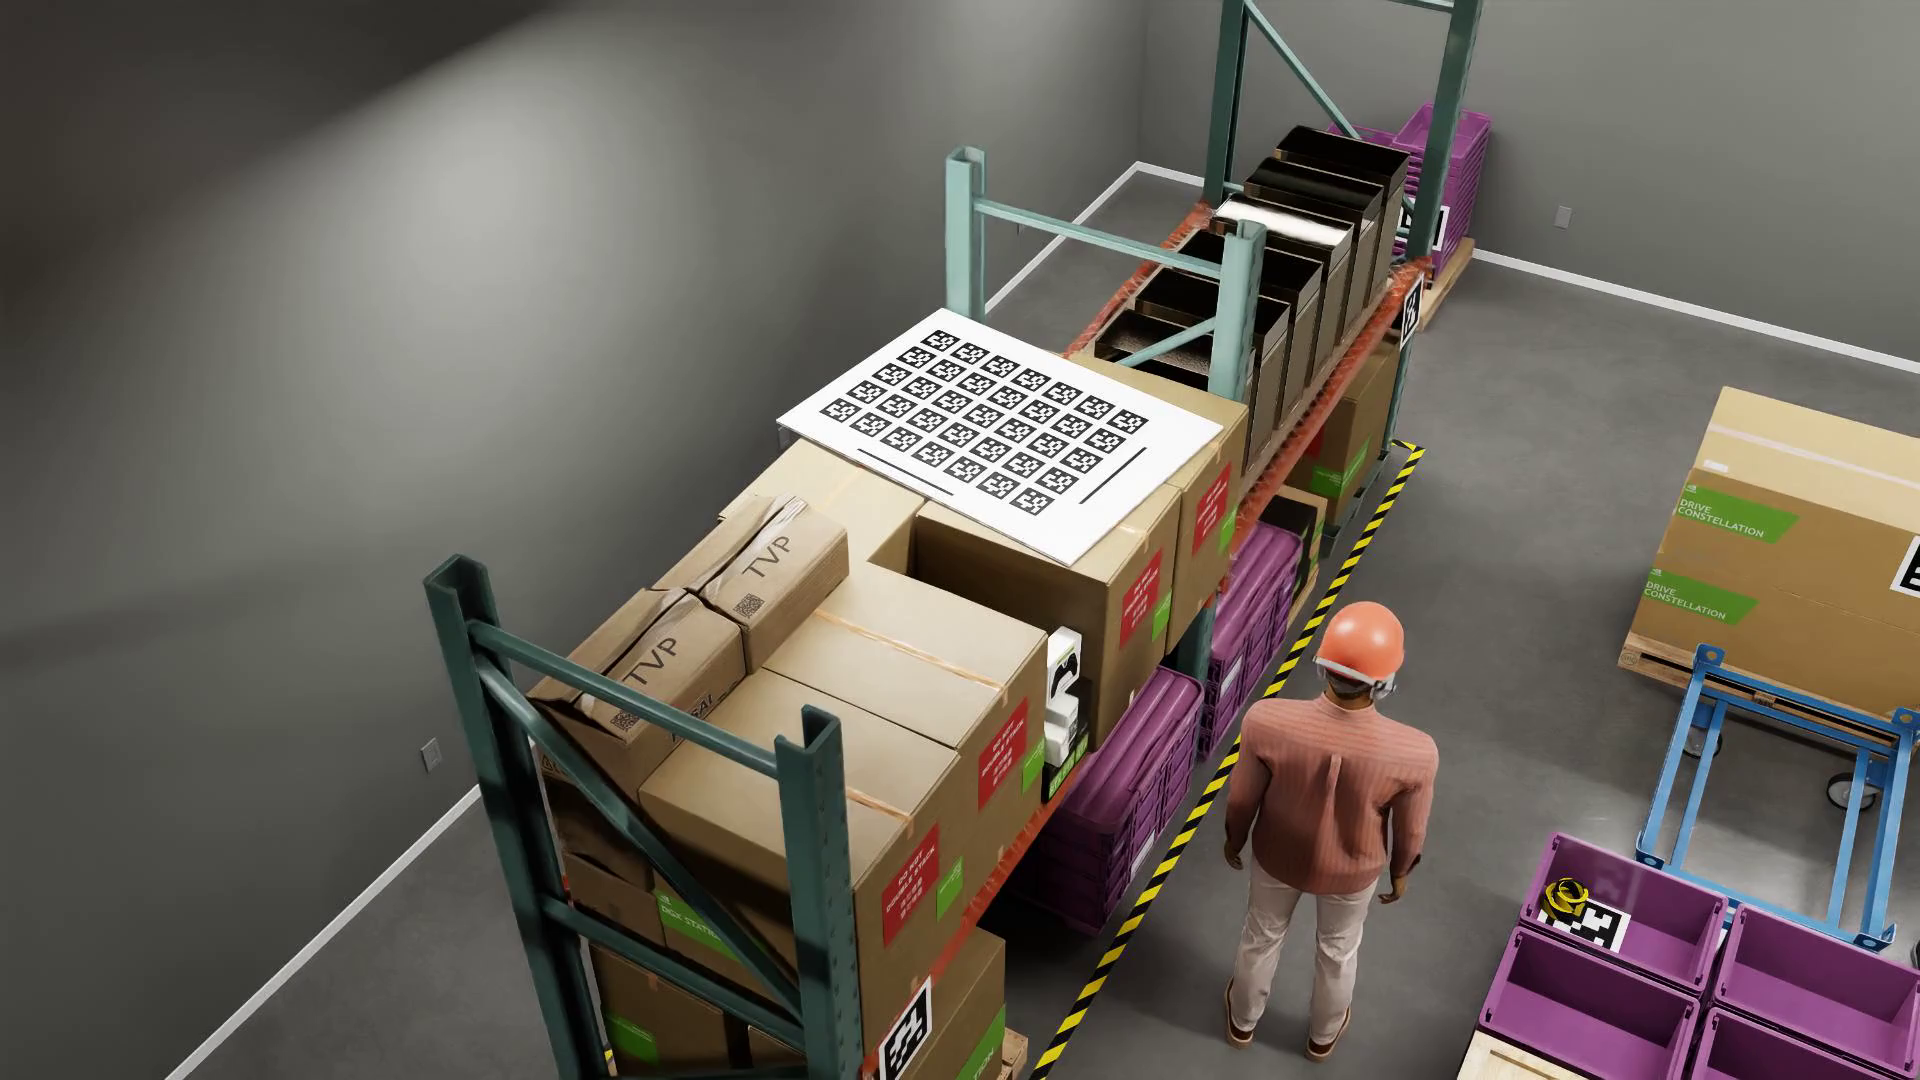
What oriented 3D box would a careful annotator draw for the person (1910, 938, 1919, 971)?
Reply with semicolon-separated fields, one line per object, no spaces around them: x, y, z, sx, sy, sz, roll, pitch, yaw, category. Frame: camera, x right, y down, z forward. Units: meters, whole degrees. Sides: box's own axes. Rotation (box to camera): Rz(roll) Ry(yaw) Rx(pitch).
3.713;0.939;5.559;0.600;1.830;0.404;23;45;25;person

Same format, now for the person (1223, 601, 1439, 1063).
1.160;0.991;5.379;0.622;1.985;0.388;10;41;12;person
